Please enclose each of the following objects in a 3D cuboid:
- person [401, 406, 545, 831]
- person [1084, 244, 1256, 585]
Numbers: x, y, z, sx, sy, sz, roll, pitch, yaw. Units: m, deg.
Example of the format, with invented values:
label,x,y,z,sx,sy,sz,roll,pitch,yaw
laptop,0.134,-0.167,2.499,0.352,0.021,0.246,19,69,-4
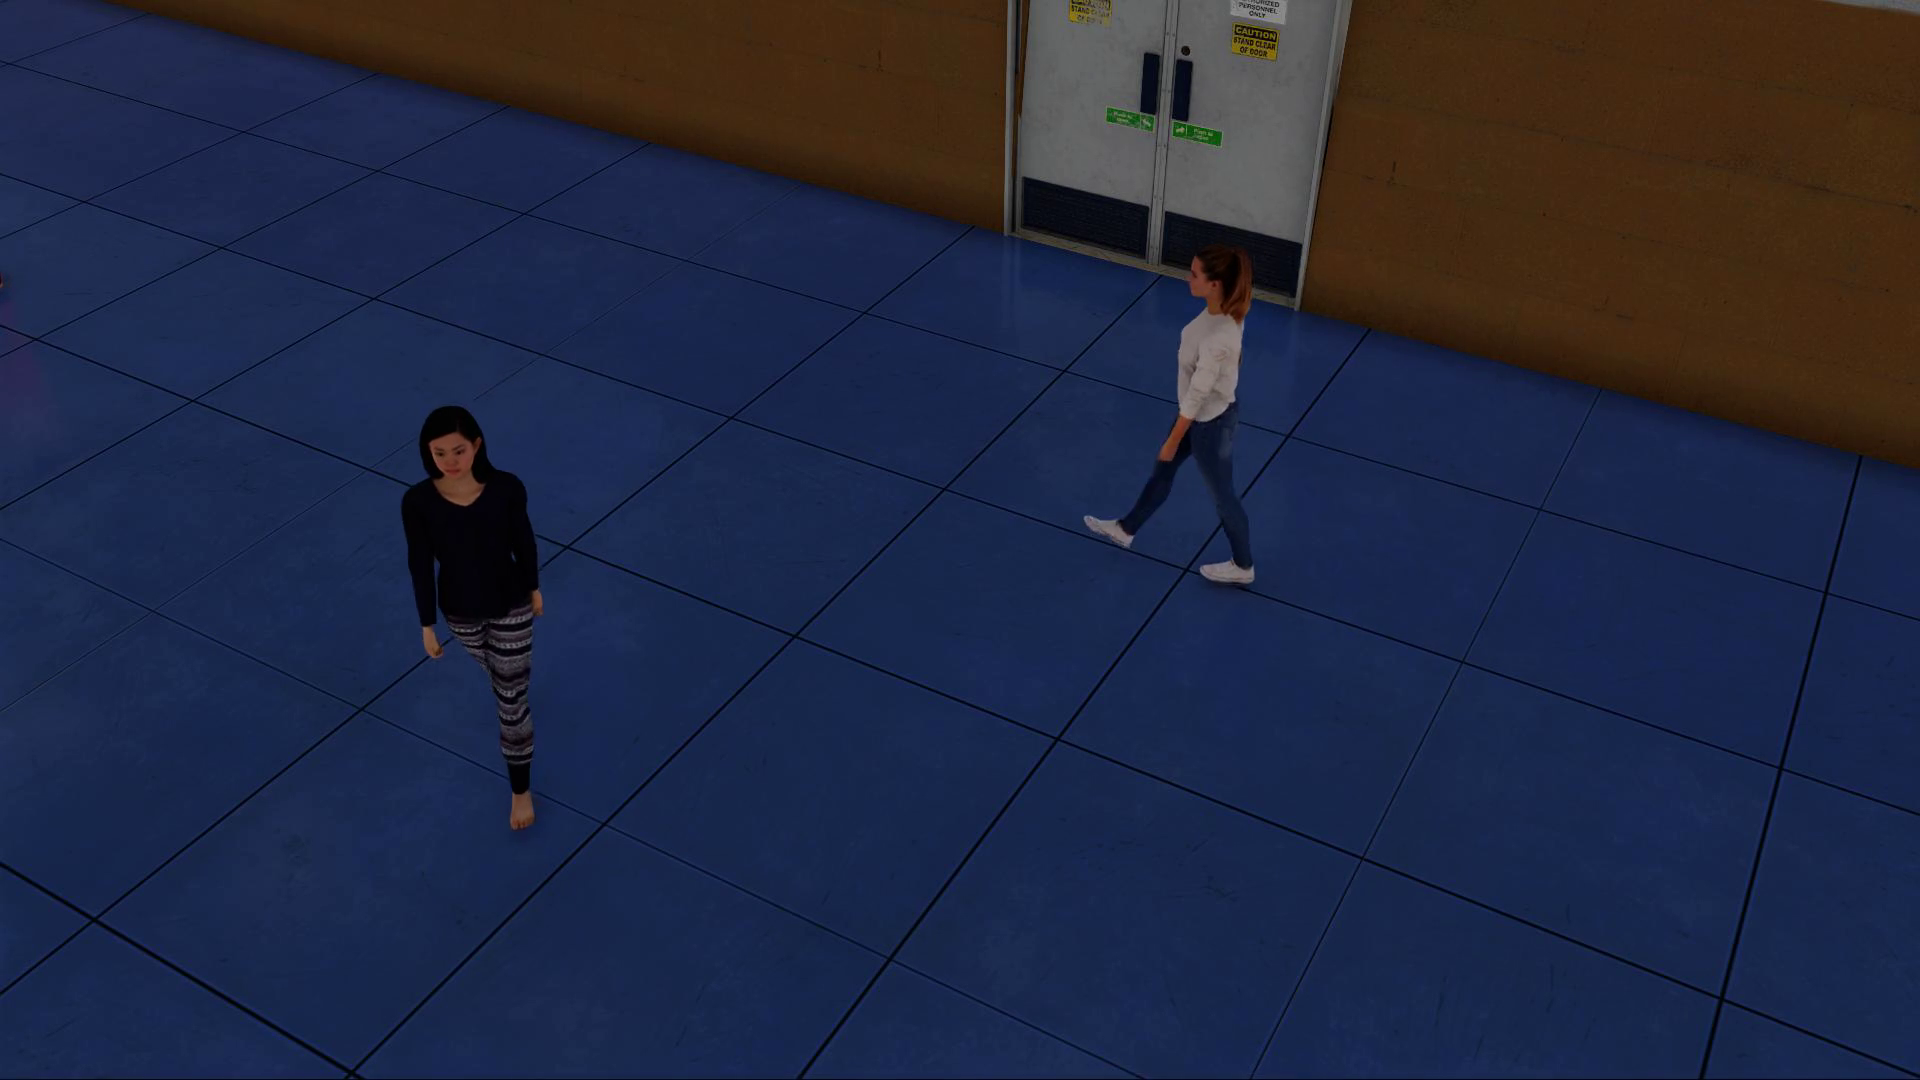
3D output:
label,x,y,z,sx,sy,sz,roll,pitch,yaw
person,-1.844,0.192,6.430,1.068,1.689,1.163,-7,38,-10
person,1.187,-0.493,7.347,0.921,1.683,1.078,6,37,8
